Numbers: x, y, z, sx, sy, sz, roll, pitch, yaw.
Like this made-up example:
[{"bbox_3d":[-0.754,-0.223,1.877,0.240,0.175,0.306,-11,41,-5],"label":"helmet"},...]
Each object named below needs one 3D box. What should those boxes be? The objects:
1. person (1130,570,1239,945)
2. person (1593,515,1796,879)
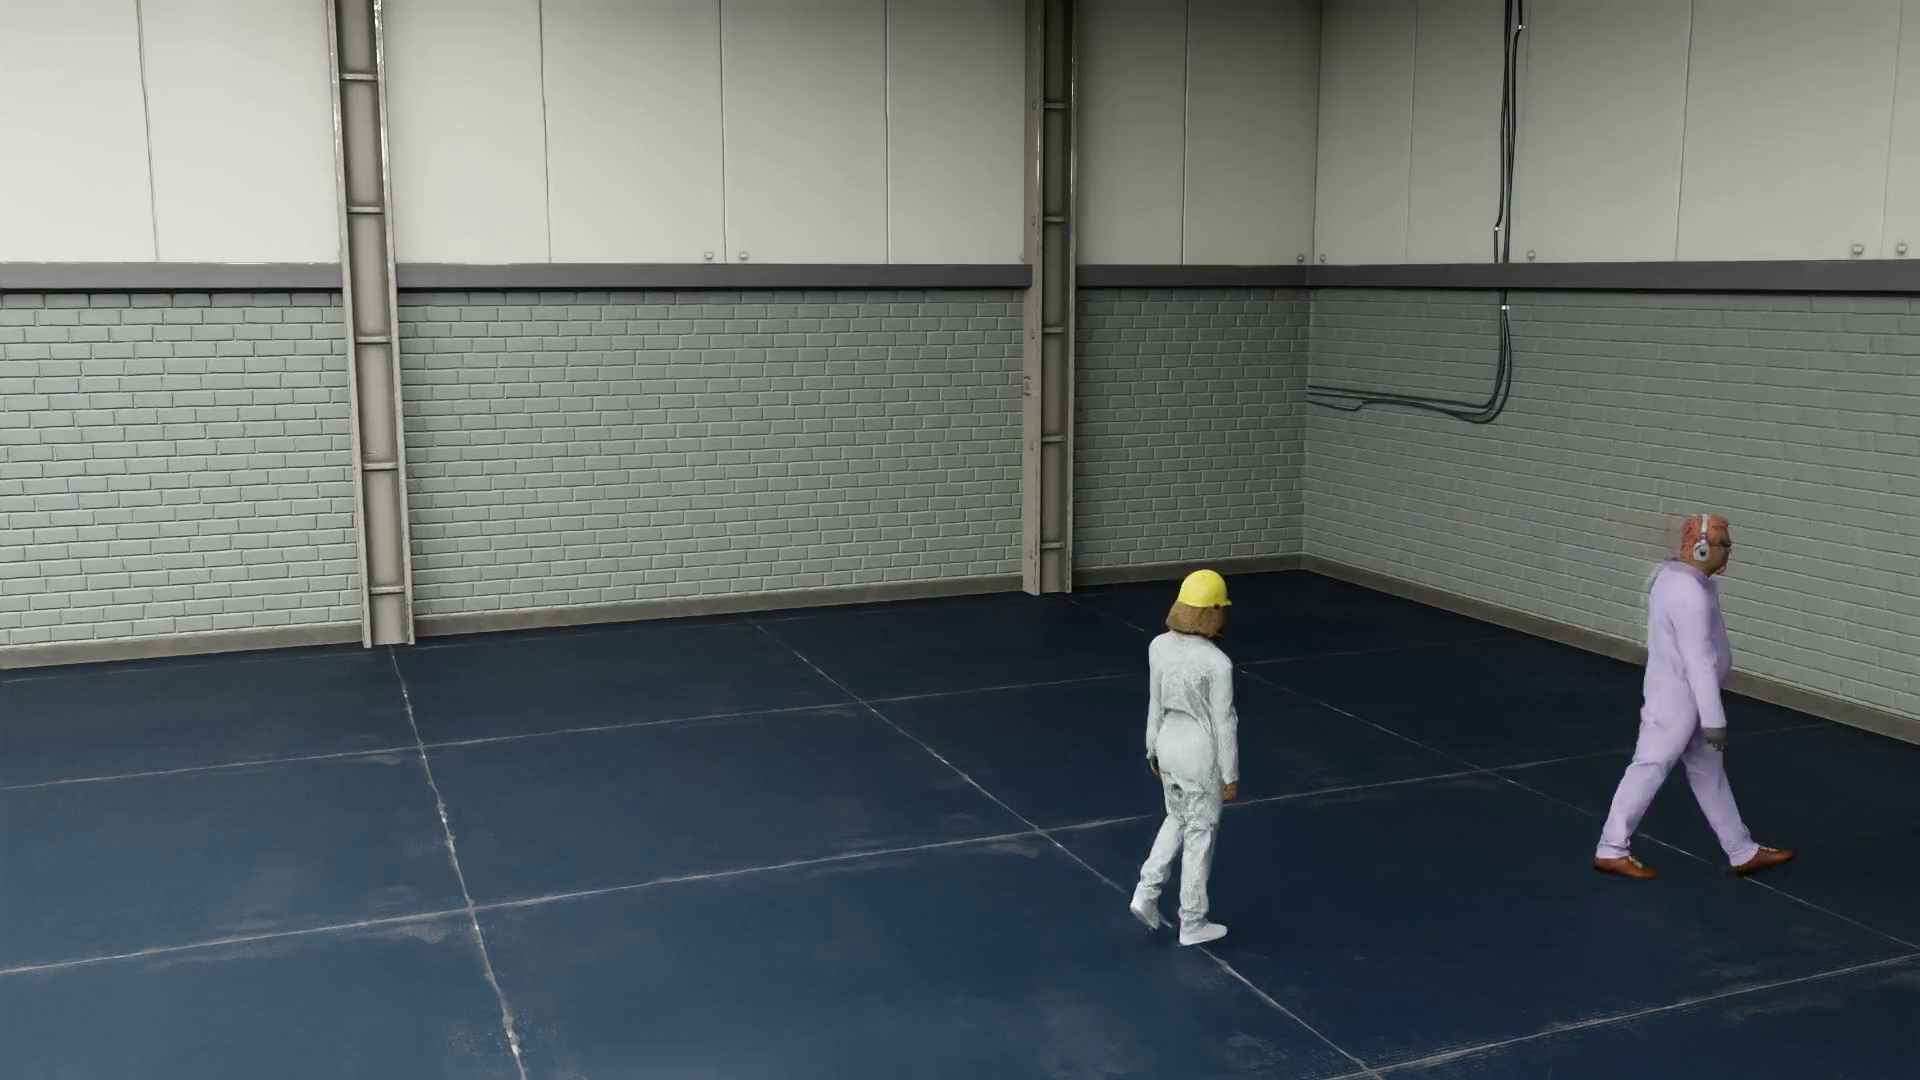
[{"bbox_3d":[1.040,0.986,7.471,0.387,1.730,0.512,-7,11,-36],"label":"person"},{"bbox_3d":[3.679,0.803,8.253,0.988,1.854,0.669,3,10,19],"label":"person"}]
